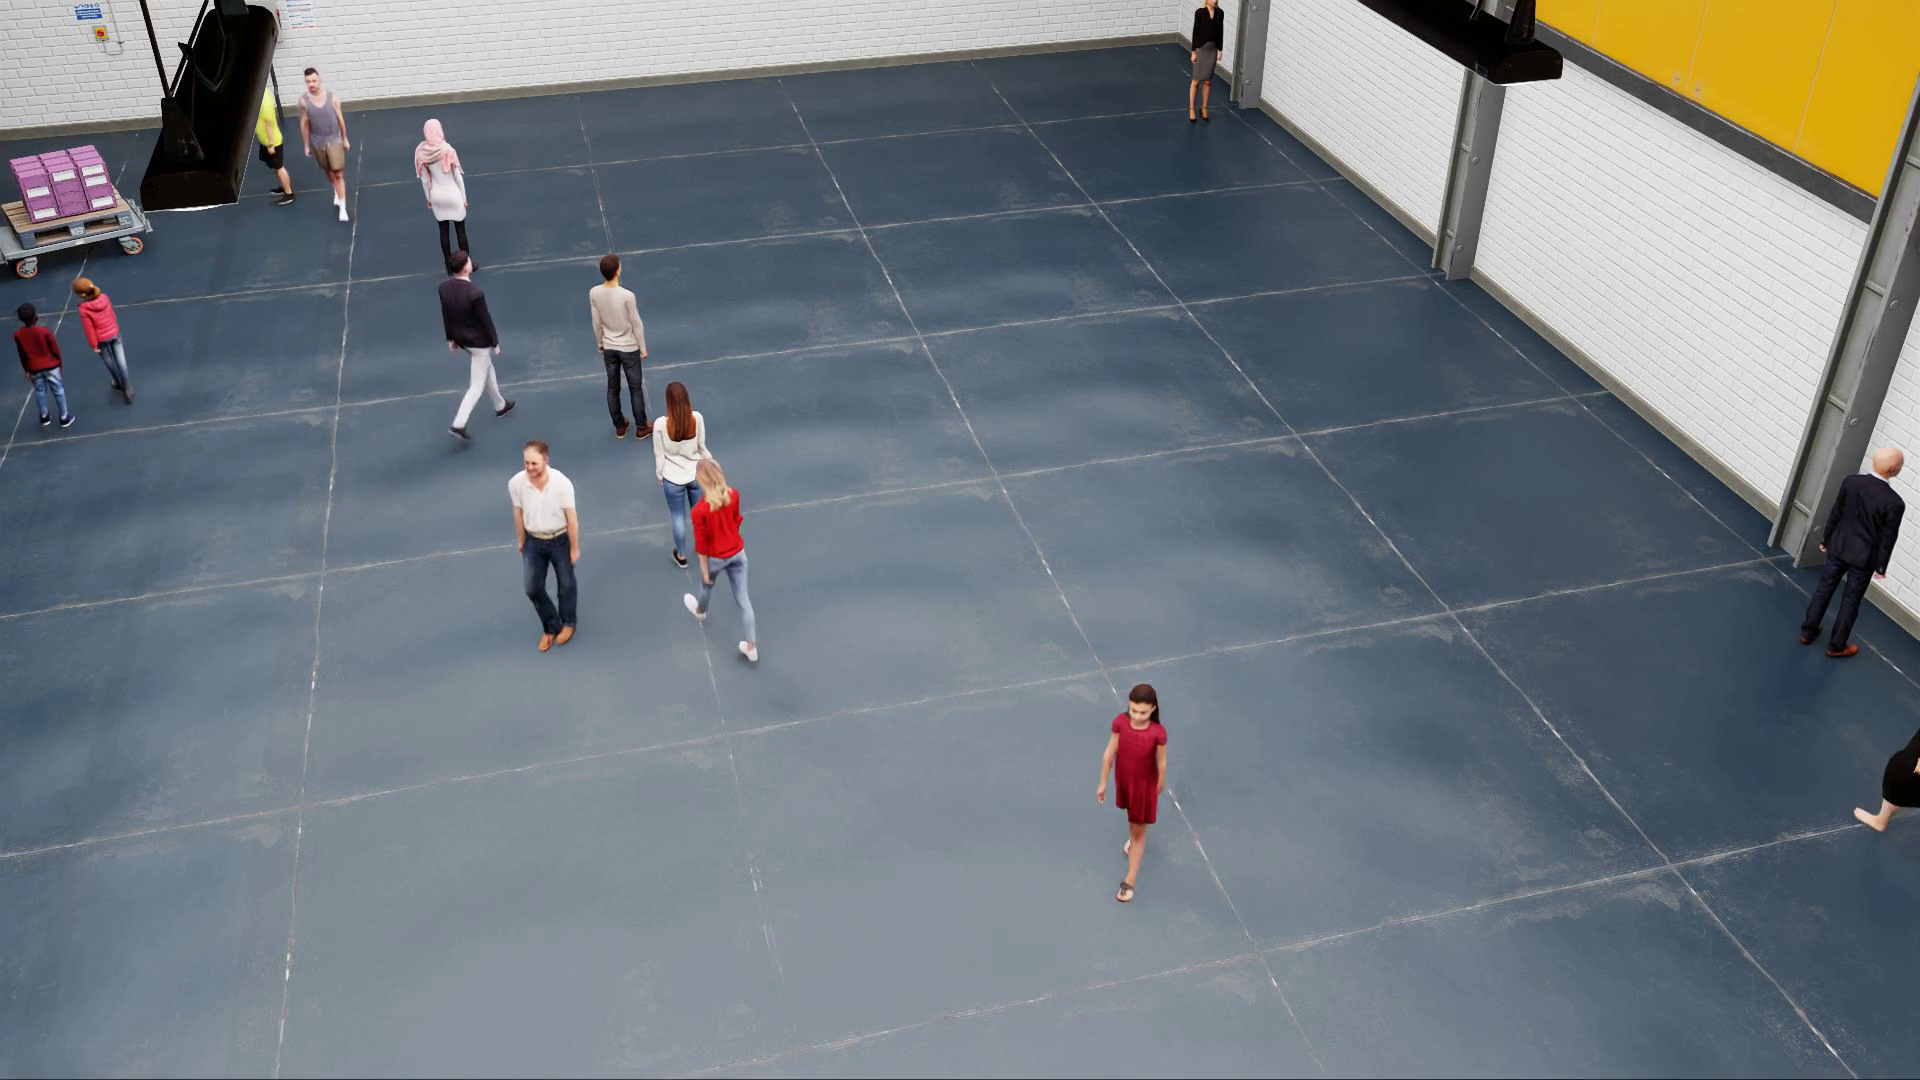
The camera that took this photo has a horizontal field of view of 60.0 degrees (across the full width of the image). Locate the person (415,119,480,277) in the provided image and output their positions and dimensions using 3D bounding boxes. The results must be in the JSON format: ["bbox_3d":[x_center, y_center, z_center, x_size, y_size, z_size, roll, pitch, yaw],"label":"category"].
[{"bbox_3d":[-5.760,-3.835,18.649,0.693,1.804,0.682,0,34,1],"label":"person"}]

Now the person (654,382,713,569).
[{"bbox_3d":[-2.284,-0.538,13.791,0.639,1.692,0.594,-13,36,-19],"label":"person"}]

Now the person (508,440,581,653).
[{"bbox_3d":[-3.143,-0.040,12.905,0.807,1.842,0.825,4,34,6],"label":"person"}]

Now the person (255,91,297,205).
[{"bbox_3d":[-8.491,-4.970,20.462,0.832,1.687,0.573,-10,35,-14],"label":"person"}]

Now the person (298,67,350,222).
[{"bbox_3d":[-7.644,-4.824,20.085,0.654,1.798,1.165,-8,34,-11],"label":"person"}]

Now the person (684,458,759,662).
[{"bbox_3d":[-1.761,0.194,12.728,0.969,1.648,1.243,-24,40,-31],"label":"person"}]

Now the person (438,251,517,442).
[{"bbox_3d":[-4.616,-1.794,15.577,1.174,1.807,1.267,16,37,23],"label":"person"}]

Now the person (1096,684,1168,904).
[{"bbox_3d":[1.170,1.509,10.870,0.938,1.516,1.046,15,36,21],"label":"person"}]

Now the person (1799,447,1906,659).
[{"bbox_3d":[6.862,0.088,12.754,0.798,1.797,0.616,-19,38,-26],"label":"person"}]

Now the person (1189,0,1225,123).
[{"bbox_3d":[3.366,-6.670,22.882,0.592,1.841,0.523,-8,35,-12],"label":"person"}]

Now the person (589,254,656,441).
[{"bbox_3d":[-3.169,-1.798,15.527,0.746,1.868,0.752,9,35,13],"label":"person"}]

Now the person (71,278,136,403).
[{"bbox_3d":[-8.345,-1.948,16.282,0.684,1.282,0.796,-26,42,-34],"label":"person"}]

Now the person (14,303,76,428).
[{"bbox_3d":[-8.761,-1.648,15.865,0.501,1.245,0.491,-9,35,-13],"label":"person"}]
